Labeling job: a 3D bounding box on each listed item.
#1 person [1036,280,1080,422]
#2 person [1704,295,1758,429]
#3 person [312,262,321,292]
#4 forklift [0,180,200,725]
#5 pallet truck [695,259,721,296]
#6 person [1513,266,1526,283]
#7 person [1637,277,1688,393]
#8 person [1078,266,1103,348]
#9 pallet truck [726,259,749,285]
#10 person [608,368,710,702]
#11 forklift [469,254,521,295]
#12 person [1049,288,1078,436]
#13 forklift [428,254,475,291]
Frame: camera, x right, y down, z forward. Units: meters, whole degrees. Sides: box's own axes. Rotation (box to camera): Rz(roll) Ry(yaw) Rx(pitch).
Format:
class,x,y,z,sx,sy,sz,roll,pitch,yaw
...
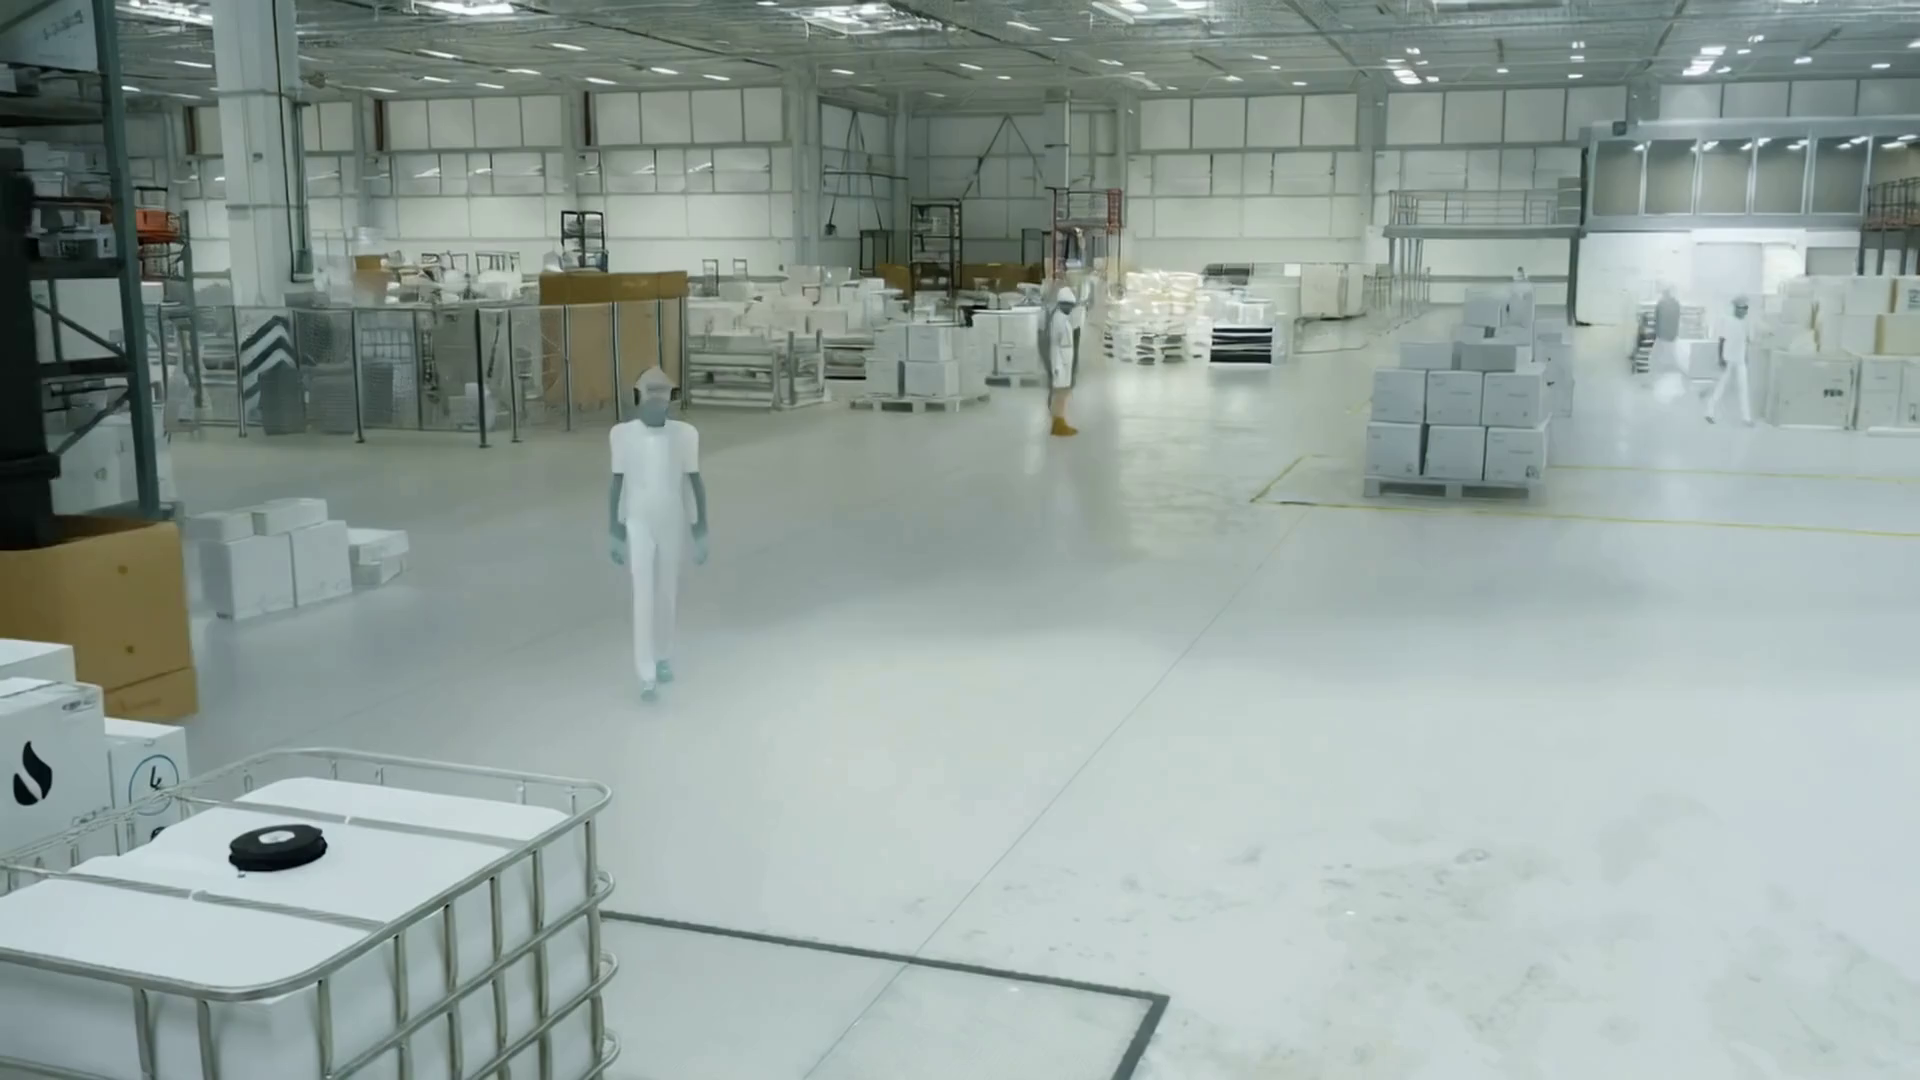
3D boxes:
class,x,y,z,sx,sy,sz,roll,pitch,yaw
person,1.370,-2.628,23.236,0.653,2.000,0.695,-9,14,-42
person,10.659,-2.461,22.941,0.558,1.822,1.000,-2,10,-12
person,-24.178,-9.463,62.270,0.652,1.859,1.014,4,11,23
forklift,-5.005,-0.399,8.321,1.873,2.768,1.129,3,11,19
pallet truck,-9.165,-9.627,62.776,0.823,1.965,1.885,4,11,23
person,16.719,-7.260,49.804,0.353,1.877,0.572,-3,10,-15
person,12.026,-3.465,28.187,0.628,1.964,0.912,-7,12,-34
person,3.072,-5.606,40.160,1.046,1.987,0.627,-7,12,-34
pallet truck,-7.986,-9.493,62.019,0.823,1.965,1.885,3,11,17
person,-1.660,-0.032,9.199,0.530,1.828,0.907,-3,11,-17
forklift,-17.990,-10.121,64.684,1.157,1.987,2.680,3,11,17
person,1.372,-2.343,21.907,0.342,1.942,0.552,4,11,22
forklift,-20.133,-10.254,65.465,1.157,1.987,2.680,3,11,19
